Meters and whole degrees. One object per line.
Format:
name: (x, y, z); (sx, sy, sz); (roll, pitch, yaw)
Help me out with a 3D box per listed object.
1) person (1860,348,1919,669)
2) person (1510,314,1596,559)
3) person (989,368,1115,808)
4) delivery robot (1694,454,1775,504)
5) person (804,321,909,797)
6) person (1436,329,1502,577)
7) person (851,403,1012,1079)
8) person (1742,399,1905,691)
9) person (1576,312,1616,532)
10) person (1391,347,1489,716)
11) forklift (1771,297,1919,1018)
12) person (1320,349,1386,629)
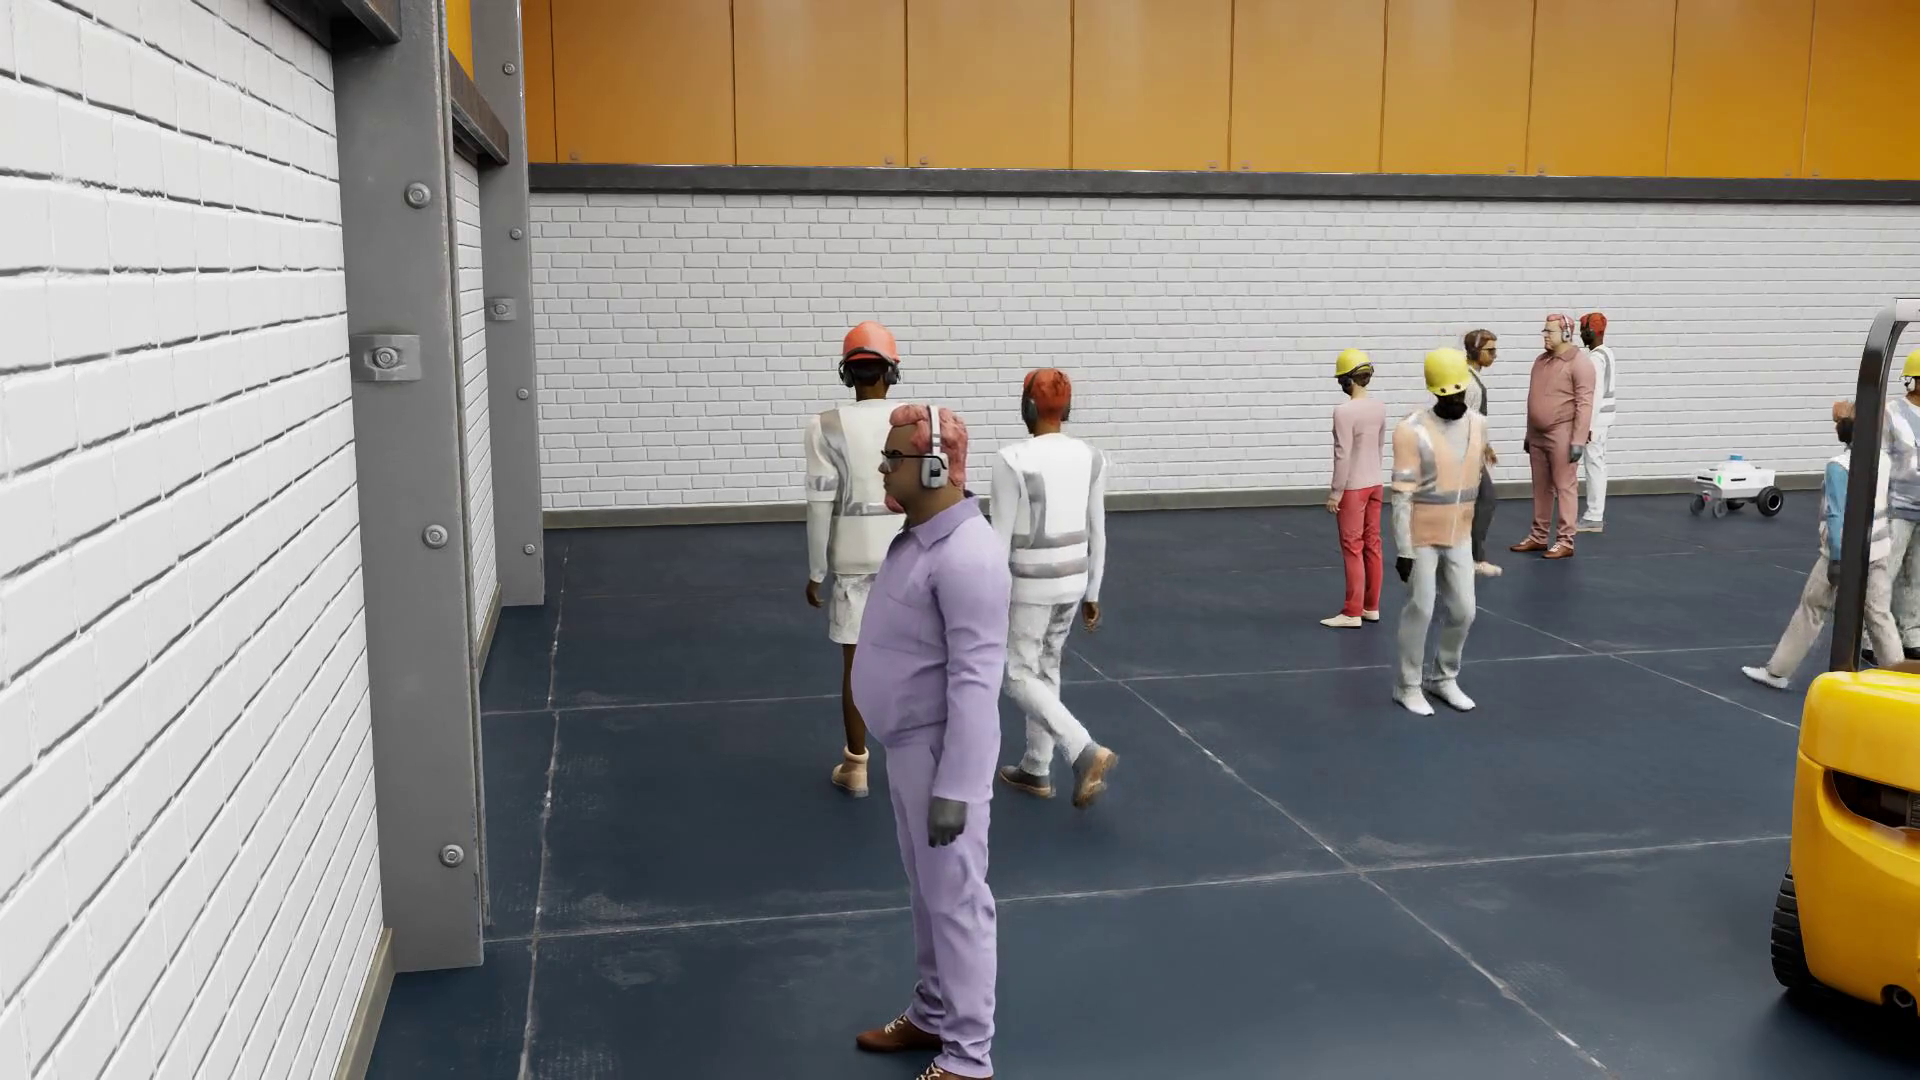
person: (5.384, -0.178, 9.393); (0.588, 1.834, 0.403); (-2, 10, -14)
person: (4.639, -0.811, 13.024); (0.402, 1.911, 0.638); (-3, 10, -19)
person: (0.393, 0.212, 6.927); (0.582, 1.860, 0.696); (-7, 12, -38)
delivery robot: (7.086, -0.546, 15.221); (0.707, 0.478, 0.477); (-3, 9, -21)
person: (-0.372, 0.088, 7.157); (0.605, 2.037, 0.394); (-2, 10, -14)
person: (3.803, -0.636, 12.239); (0.652, 1.820, 0.502); (2, 10, 13)
person: (-0.092, 0.583, 4.530); (0.404, 1.911, 0.636); (-2, 10, -13)
person: (4.611, 0.061, 8.675); (0.529, 1.590, 0.841); (-5, 11, -28)
person: (5.443, -1.009, 14.305); (0.359, 1.883, 0.575); (5, 11, 27)
person: (2.371, -0.026, 8.310); (0.603, 1.879, 0.561); (-4, 10, -22)
forklift: (3.542, 0.334, 5.177); (2.313, 2.155, 1.214); (-9, 13, -43)
person: (2.478, -0.319, 10.483); (0.525, 1.759, 0.337); (-9, 13, -44)
